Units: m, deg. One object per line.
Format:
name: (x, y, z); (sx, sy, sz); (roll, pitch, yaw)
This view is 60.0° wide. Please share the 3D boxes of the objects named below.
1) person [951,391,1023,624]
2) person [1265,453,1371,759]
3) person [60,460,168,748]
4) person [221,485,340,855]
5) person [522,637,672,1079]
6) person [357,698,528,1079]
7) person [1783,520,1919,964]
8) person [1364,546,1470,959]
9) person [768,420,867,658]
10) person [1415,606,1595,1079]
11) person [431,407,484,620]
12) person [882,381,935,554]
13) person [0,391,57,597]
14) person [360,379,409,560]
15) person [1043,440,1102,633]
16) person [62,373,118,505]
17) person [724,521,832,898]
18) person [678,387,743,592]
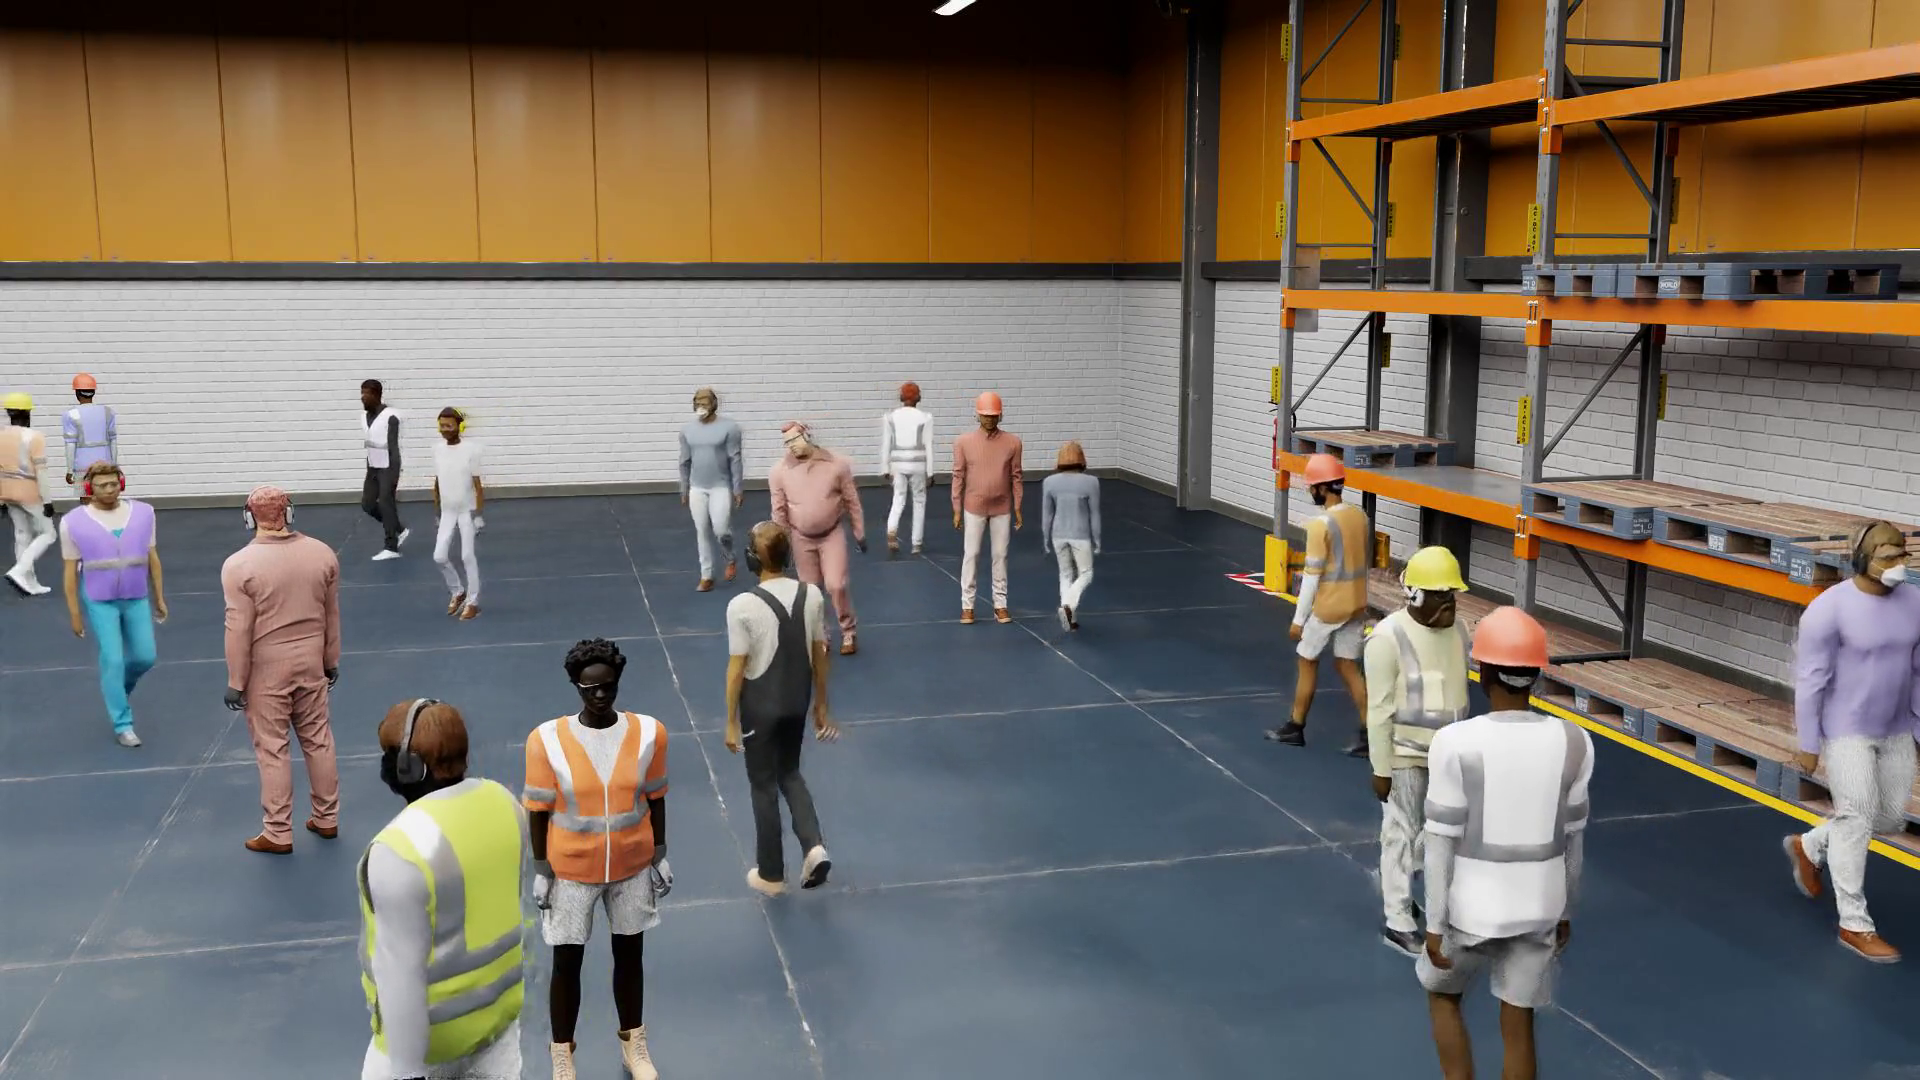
person: (0.240, -0.272, 14.169); (0.623, 1.989, 0.400); (-1, 9, -9)
person: (2.279, 0.404, 10.319); (0.585, 1.905, 0.709); (-8, 12, -42)
person: (-5.390, 0.383, 10.576); (0.575, 1.828, 0.594); (8, 12, 41)
person: (-3.521, 0.663, 8.611); (0.403, 1.903, 0.652); (6, 11, 33)
person: (-1.301, 1.181, 6.018); (0.530, 1.697, 0.322); (-4, 10, -24)
person: (-1.563, 1.331, 4.711); (0.853, 1.812, 0.660); (3, 10, 19)
person: (3.973, 0.849, 7.393); (0.639, 1.926, 0.700); (-3, 9, -16)
person: (1.996, 0.918, 7.281); (0.608, 1.820, 0.445); (-6, 11, -32)
person: (-1.104, 0.005, 12.880); (0.751, 1.867, 0.421); (0, 9, -1)
person: (1.742, 1.171, 5.380); (0.548, 1.924, 0.417); (0, 9, -1)
person: (-4.311, -0.221, 14.309); (0.527, 1.855, 0.418); (2, 9, 11)
person: (-0.560, -0.748, 17.572); (0.577, 1.862, 0.752); (2, 9, 14)
person: (-8.598, -0.405, 15.242); (0.612, 1.913, 0.491); (3, 9, 16)
person: (-6.020, -0.738, 17.390); (0.587, 1.902, 0.460); (7, 11, 37)
person: (0.904, -0.009, 13.683); (0.518, 1.614, 0.566); (4, 10, 24)
person: (-9.211, -0.798, 17.624); (0.358, 1.938, 0.548); (7, 11, 36)
person: (-0.853, 0.819, 7.852); (0.534, 1.833, 0.480); (-7, 12, -39)
person: (-2.340, -0.481, 15.681); (0.649, 1.927, 0.507); (2, 9, 14)
